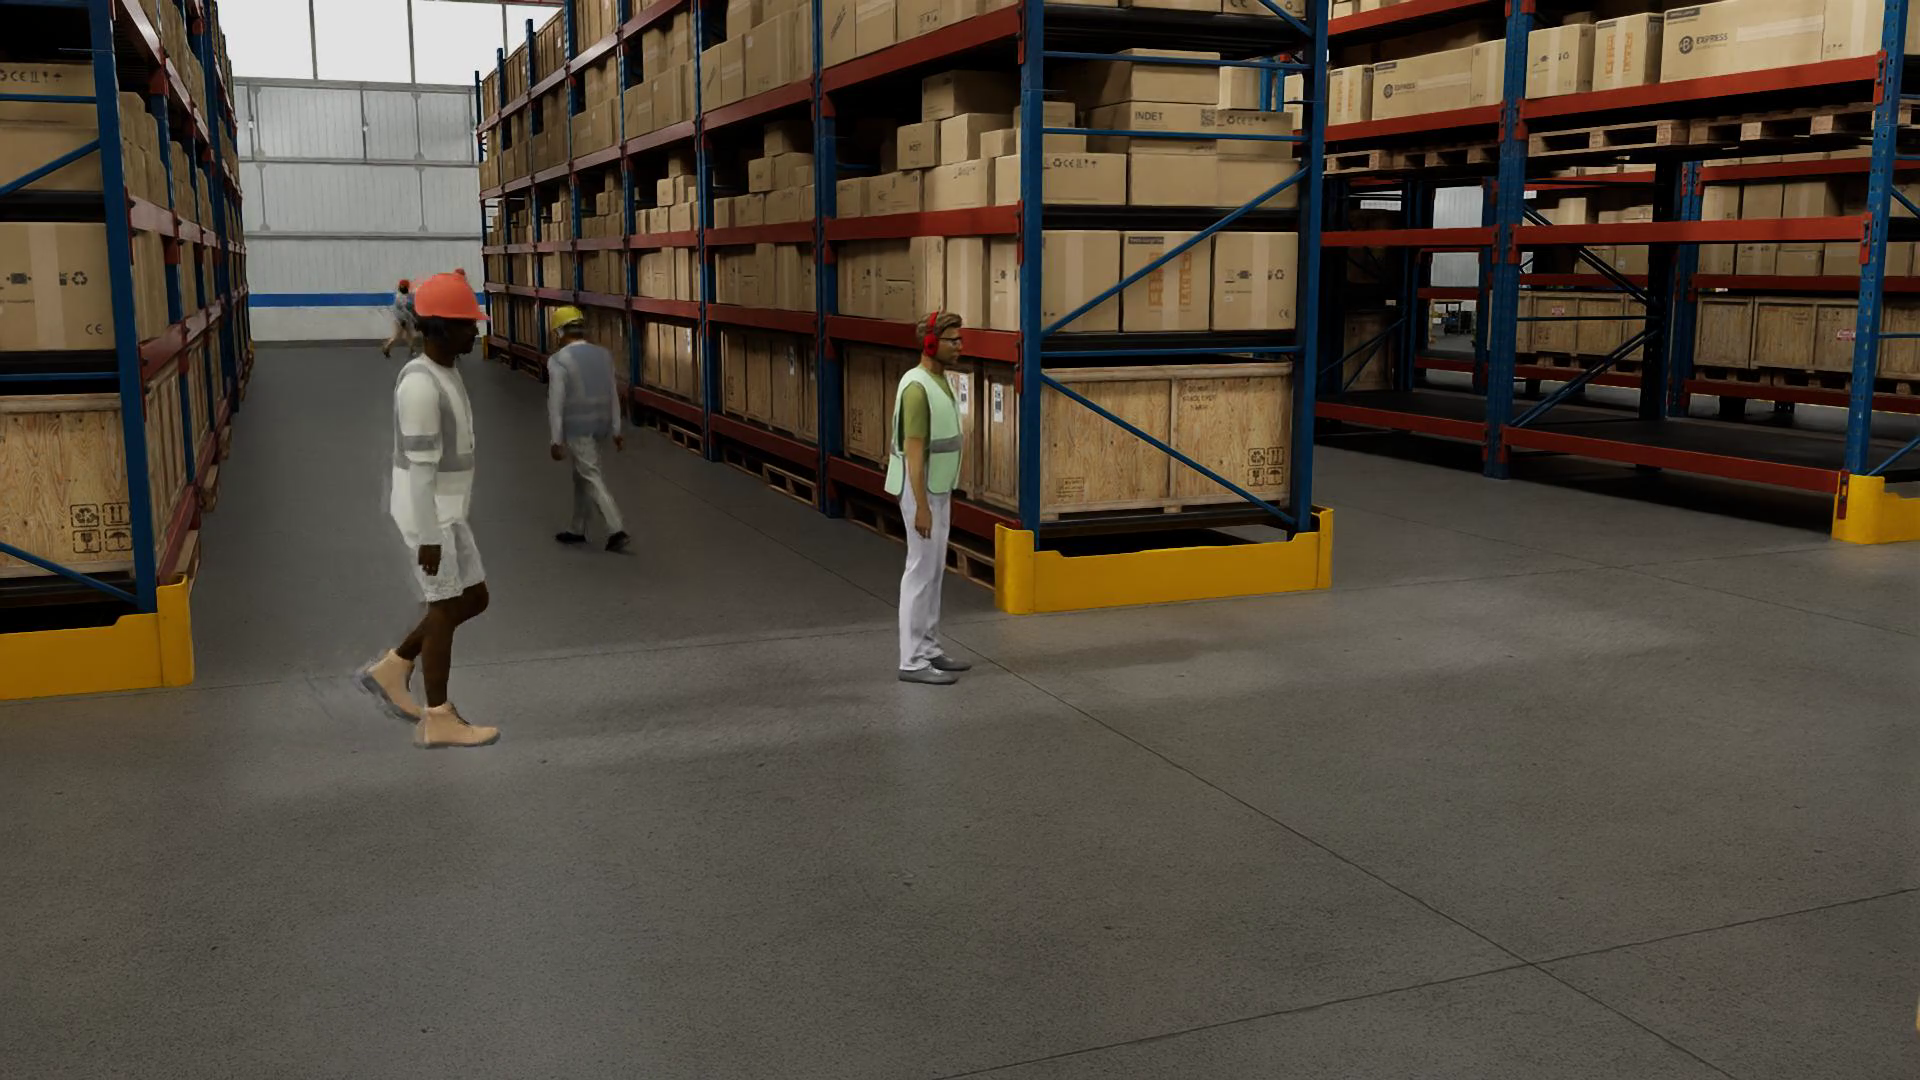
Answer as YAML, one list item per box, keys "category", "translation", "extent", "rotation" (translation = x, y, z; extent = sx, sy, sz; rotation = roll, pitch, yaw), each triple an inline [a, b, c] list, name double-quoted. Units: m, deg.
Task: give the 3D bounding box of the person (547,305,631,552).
- category: "person"
  translation: [-2.676, -0.800, 11.989]
  extent: [0.738, 1.809, 0.634]
  rotation: [5, 11, 30]

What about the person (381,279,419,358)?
- category: "person"
  translation: [-12.109, -4.764, 35.908]
  extent: [0.751, 1.720, 0.600]
  rotation: [-1, 10, -6]

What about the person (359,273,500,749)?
- category: "person"
  translation: [-2.245, -0.108, 7.054]
  extent: [0.578, 2.029, 0.611]
  rotation: [-1, 10, -4]

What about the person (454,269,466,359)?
- category: "person"
  translation: [-10.832, -4.873, 35.909]
  extent: [0.629, 1.917, 1.060]
  rotation: [-2, 10, -11]

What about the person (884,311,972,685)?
- category: "person"
  translation: [-0.161, -0.210, 8.253]
  extent: [0.400, 1.841, 0.567]
  rotation: [2, 10, 13]
